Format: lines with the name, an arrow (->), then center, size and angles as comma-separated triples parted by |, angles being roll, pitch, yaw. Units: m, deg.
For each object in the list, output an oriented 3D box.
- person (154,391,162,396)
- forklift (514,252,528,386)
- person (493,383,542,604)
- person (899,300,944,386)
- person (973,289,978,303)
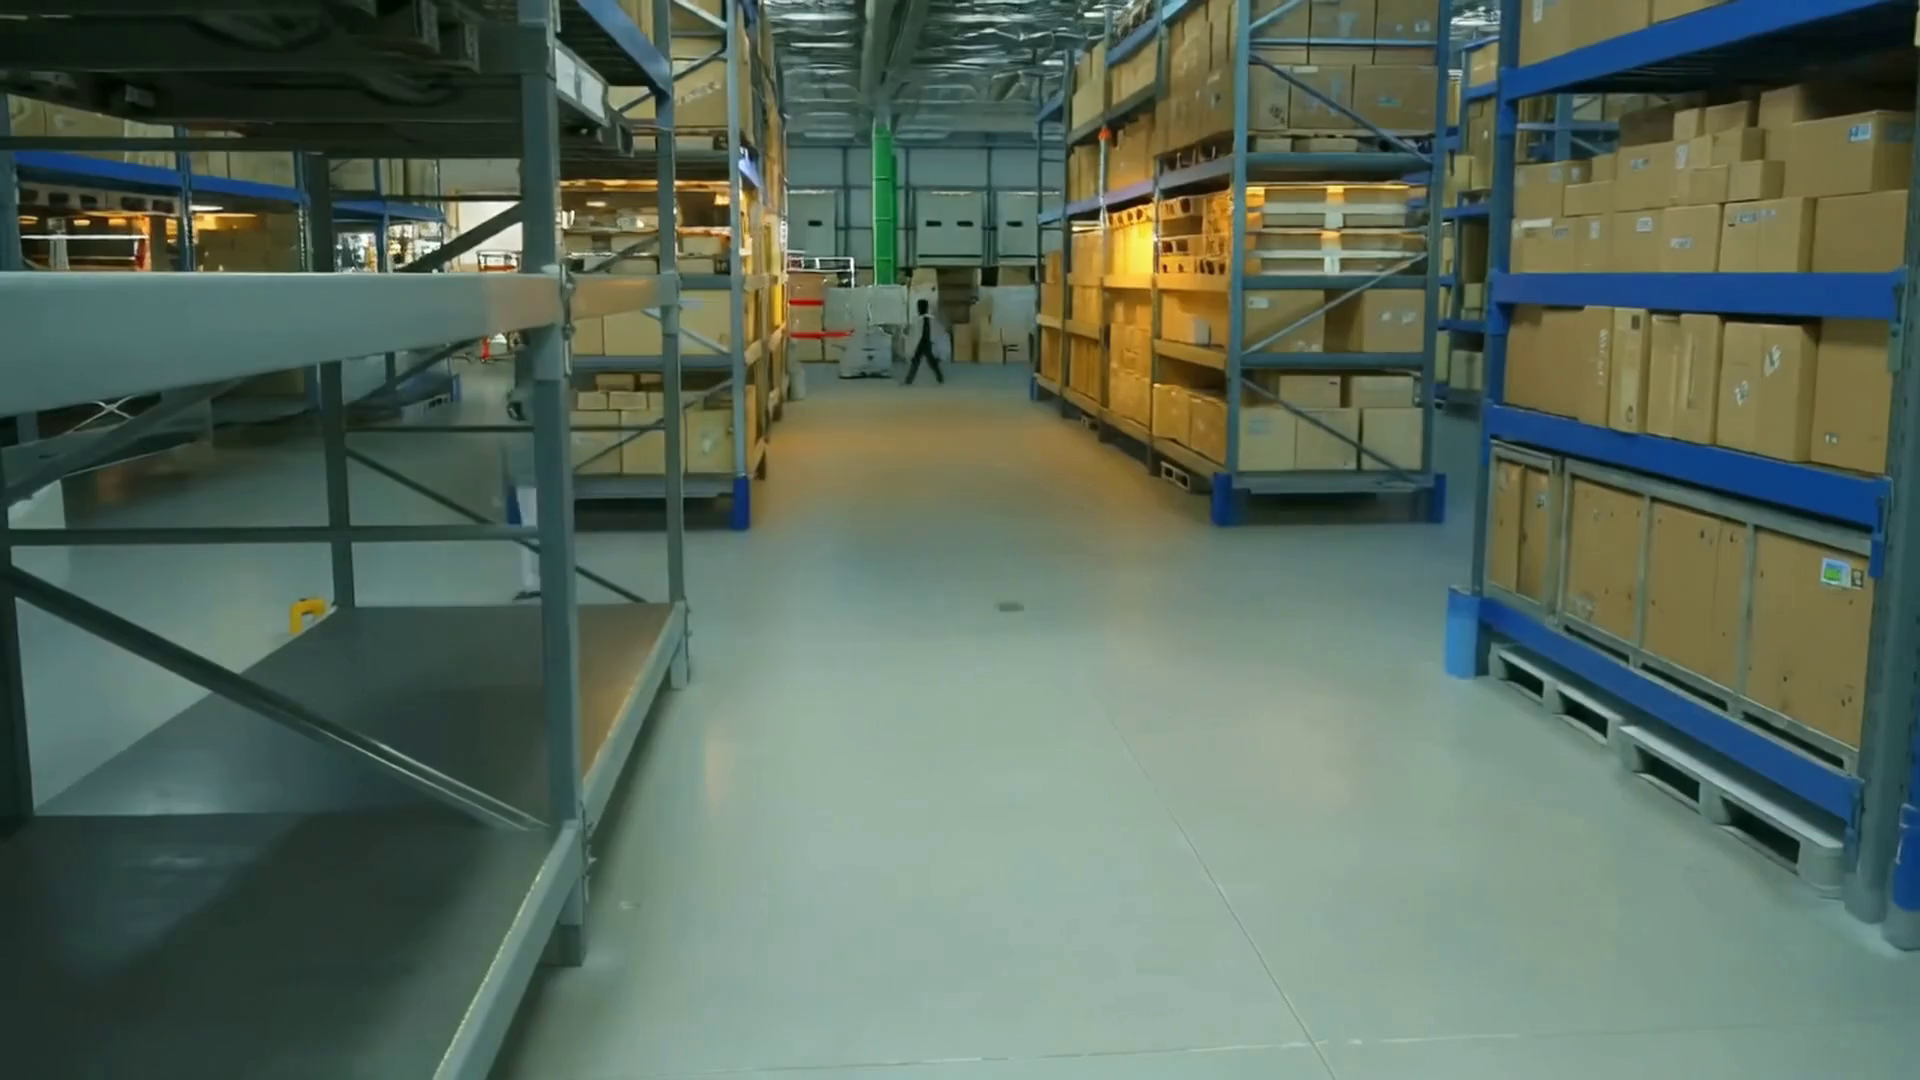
person -> -15.916, -3.906, 33.287 | 0.706, 2.000, 0.984 | 7, 11, 37
forklift -> -7.650, -3.960, 30.997 | 1.129, 2.768, 1.873 | -1, 9, -4
person -> -3.222, -0.337, 12.206 | 0.517, 1.603, 0.686 | 6, 11, 32
person -> -0.795, -4.261, 36.063 | 0.998, 1.865, 0.611 | -2, 9, -12
person -> 0.567, -7.447, 55.842 | 0.360, 1.939, 0.543 | -4, 10, -22
